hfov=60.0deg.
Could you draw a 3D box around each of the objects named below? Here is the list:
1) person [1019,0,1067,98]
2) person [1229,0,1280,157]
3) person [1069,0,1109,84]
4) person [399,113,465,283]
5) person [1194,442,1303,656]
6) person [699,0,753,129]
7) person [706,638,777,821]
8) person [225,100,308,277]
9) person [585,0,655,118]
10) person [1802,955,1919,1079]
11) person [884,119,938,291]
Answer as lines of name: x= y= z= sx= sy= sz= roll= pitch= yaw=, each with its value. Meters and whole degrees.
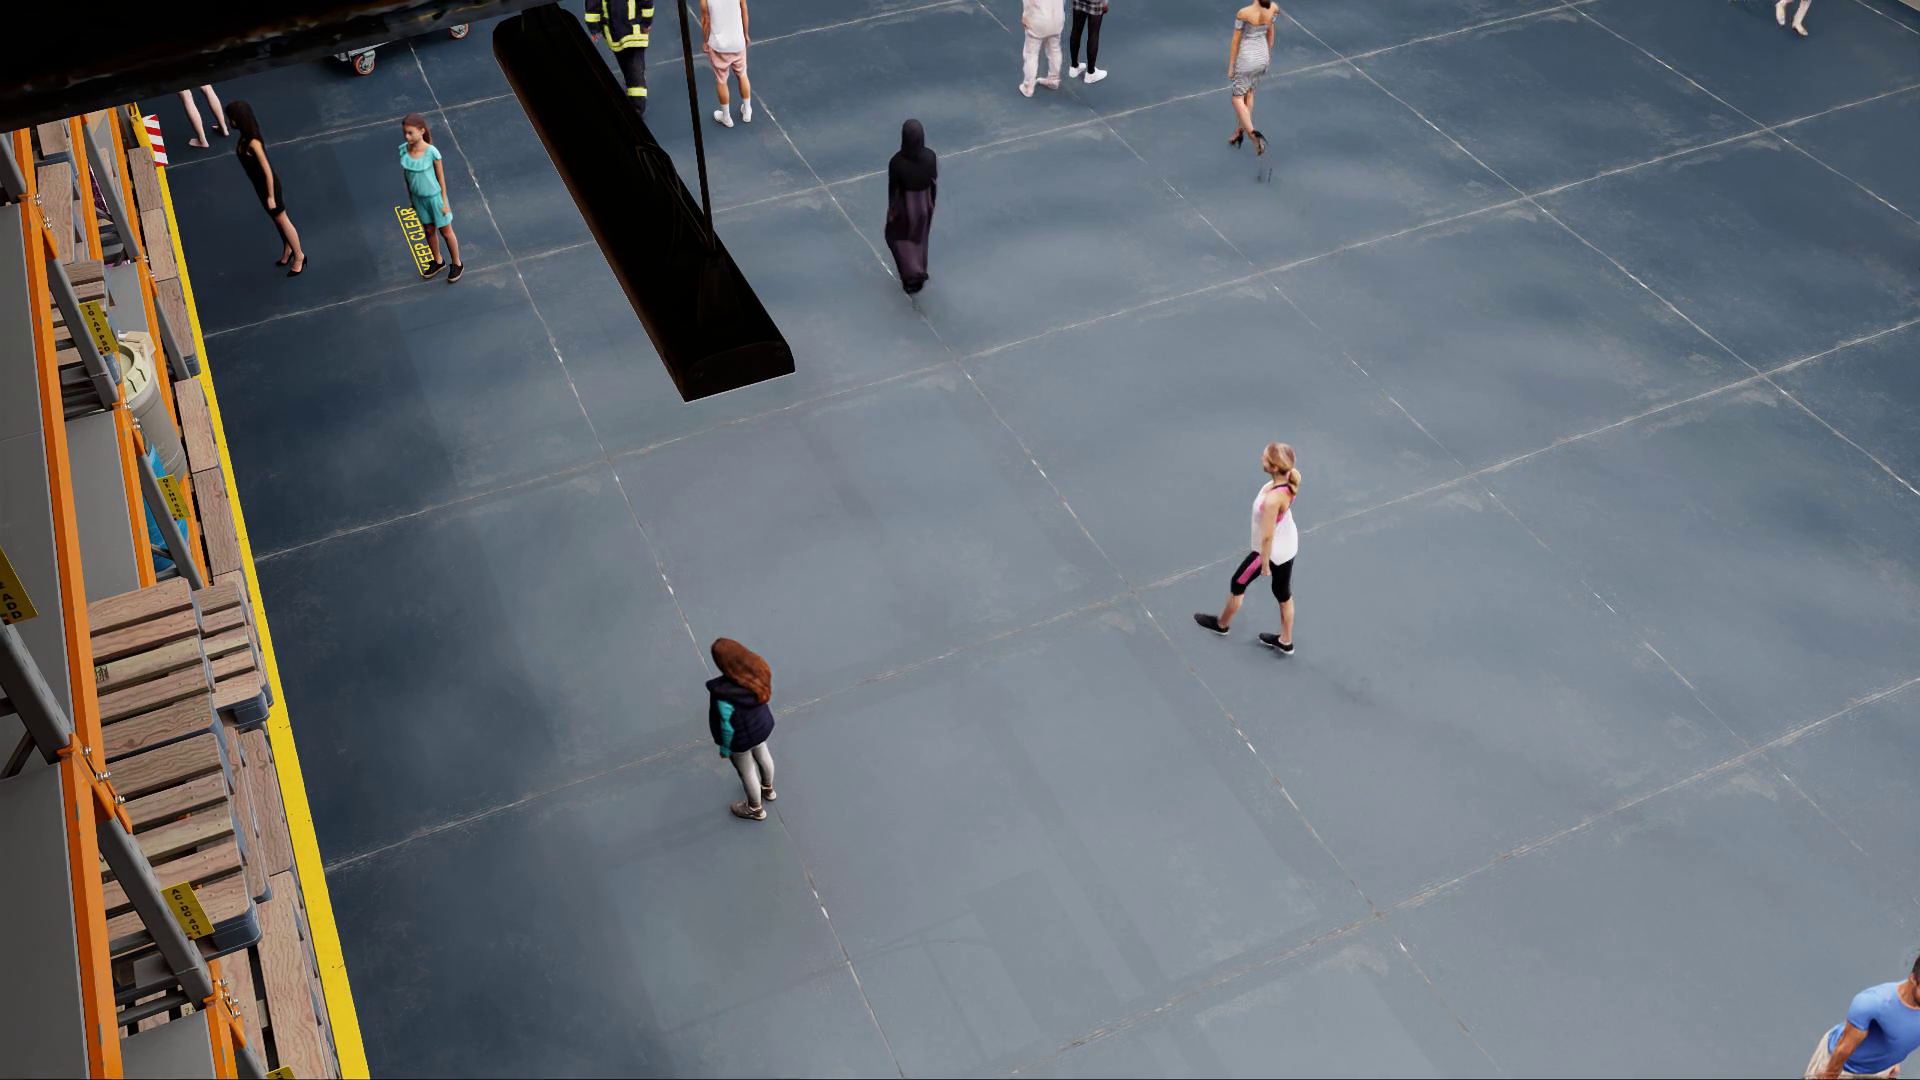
person: x=0.888 y=-5.238 z=16.601 sx=0.635 sy=1.678 sz=0.579 roll=-19 pitch=47 yaw=-19
person: x=2.770 y=-4.414 z=15.645 sx=0.636 sy=1.803 sz=0.930 roll=-14 pitch=45 yaw=-14
person: x=1.287 y=-5.499 z=16.808 sx=0.610 sy=1.771 sz=0.749 roll=31 pitch=52 yaw=29
person: x=-4.557 y=-2.953 z=14.289 sx=0.651 sy=1.558 sz=0.706 roll=12 pitch=45 yaw=12
person: x=2.148 y=0.101 z=10.940 sx=1.056 sy=1.756 sz=0.910 roll=27 pitch=50 yaw=26
person: x=-2.270 y=-4.866 z=16.133 sx=0.627 sy=1.784 sz=0.555 roll=-17 pitch=46 yaw=-17
person: x=-1.298 y=1.135 z=10.039 sx=0.734 sy=1.501 sz=0.682 roll=18 pitch=47 yaw=18
person: x=-5.957 y=-3.030 z=14.304 sx=0.648 sy=1.649 sz=0.475 roll=-25 pitch=49 yaw=-24
person: x=-3.297 y=-5.112 z=16.326 sx=1.126 sy=1.873 sz=1.322 roll=2 pitch=44 yaw=2
person: x=4.471 y=2.566 z=8.275 sx=0.702 sy=1.863 sz=0.637 roll=-10 pitch=44 yaw=-10
person: x=-0.394 y=-2.798 z=14.092 sx=0.610 sy=1.606 sz=0.771 roll=-16 pitch=46 yaw=-16
